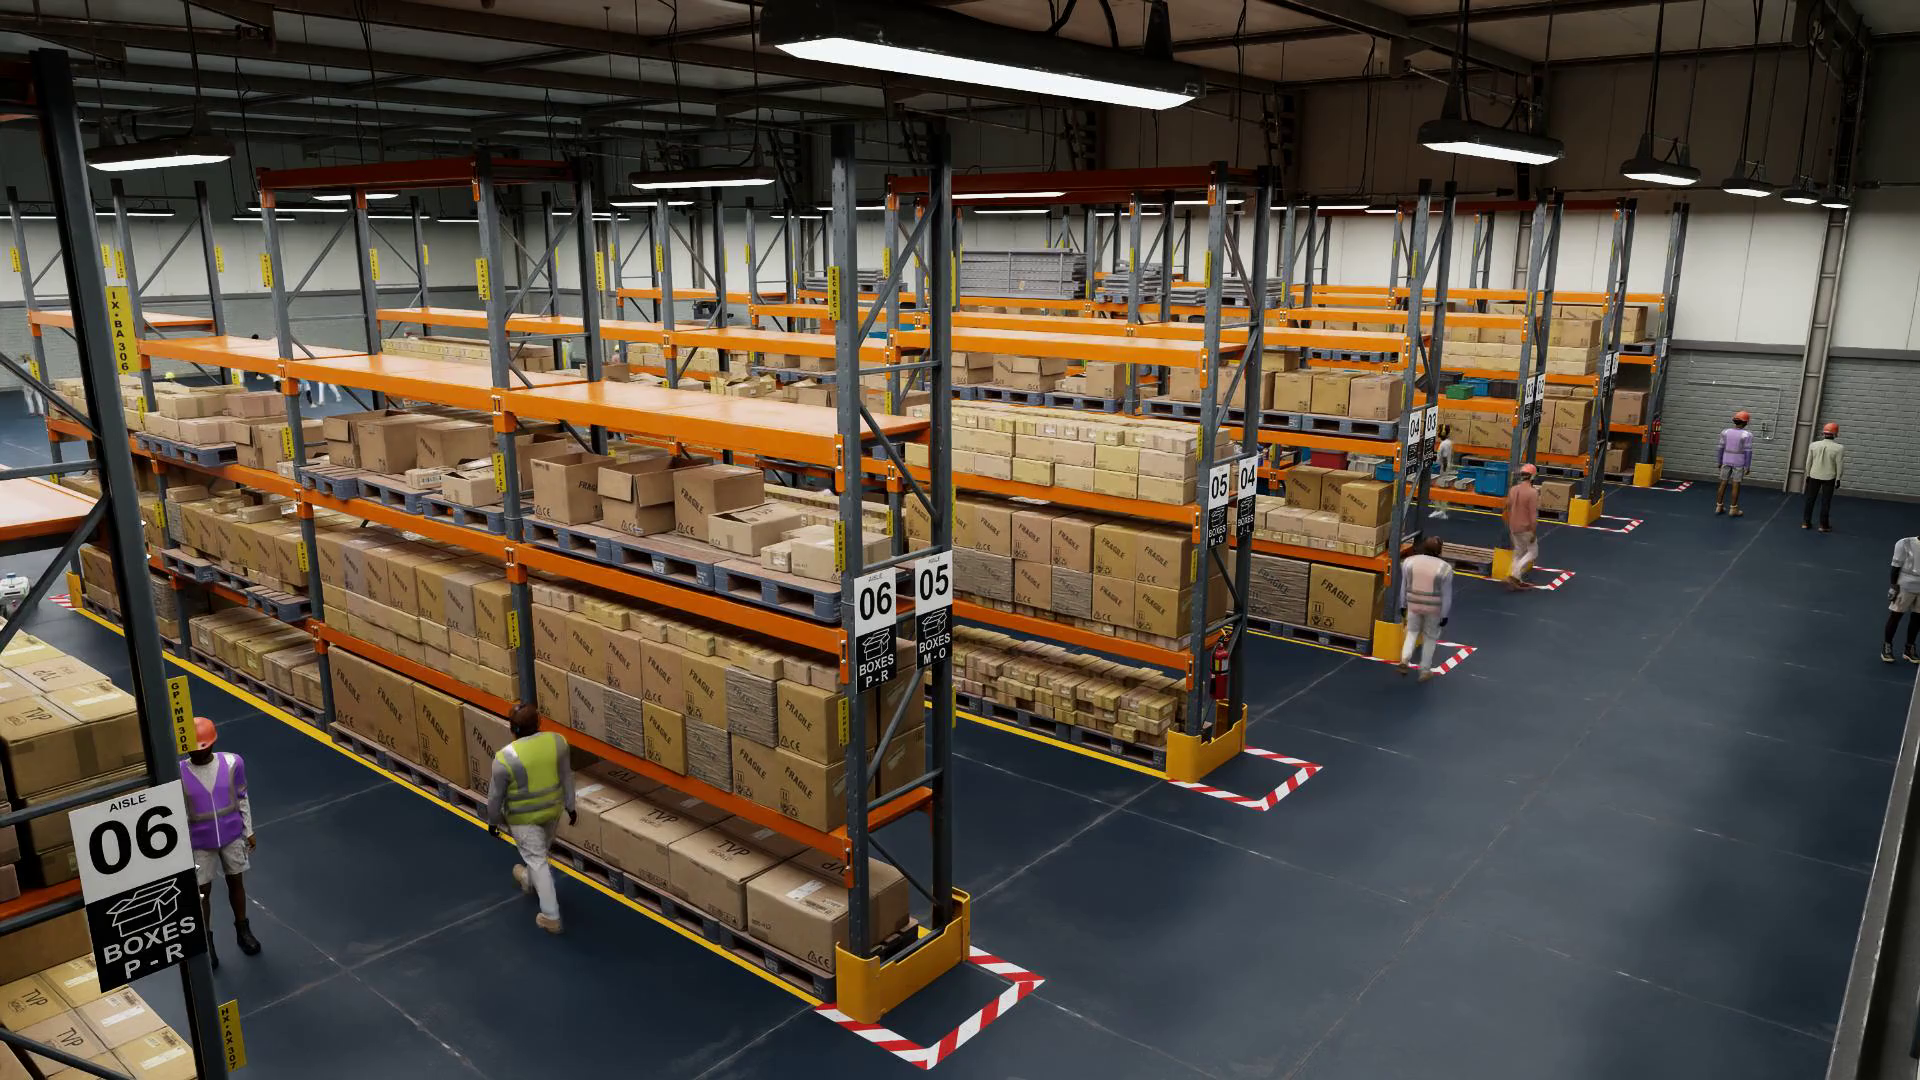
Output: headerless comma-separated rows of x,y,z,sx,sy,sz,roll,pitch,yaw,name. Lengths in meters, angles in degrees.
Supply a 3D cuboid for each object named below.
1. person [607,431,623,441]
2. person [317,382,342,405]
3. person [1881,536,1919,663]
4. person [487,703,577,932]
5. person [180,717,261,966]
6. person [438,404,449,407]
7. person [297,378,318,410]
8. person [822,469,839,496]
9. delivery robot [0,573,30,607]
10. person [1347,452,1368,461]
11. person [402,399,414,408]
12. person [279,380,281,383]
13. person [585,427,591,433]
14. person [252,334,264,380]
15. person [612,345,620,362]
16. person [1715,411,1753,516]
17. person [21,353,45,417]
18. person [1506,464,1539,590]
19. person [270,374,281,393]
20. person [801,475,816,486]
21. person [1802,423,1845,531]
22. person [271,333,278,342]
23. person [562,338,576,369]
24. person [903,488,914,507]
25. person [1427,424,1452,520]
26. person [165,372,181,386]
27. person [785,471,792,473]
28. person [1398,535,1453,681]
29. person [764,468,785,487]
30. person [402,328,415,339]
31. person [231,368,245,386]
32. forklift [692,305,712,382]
-7.865,-2.281,27.994,1.067,1.938,0.631,4,14,16,person
-20.468,-5.325,40.693,0.583,1.854,0.917,2,14,8,person
12.179,0.607,16.047,0.608,1.959,0.380,2,14,10,person
-3.455,2.149,10.050,0.972,1.788,0.653,12,18,40,person
-5.577,2.231,9.419,0.552,1.933,0.363,-13,19,-42,person
-11.064,-2.102,27.175,0.595,1.985,1.097,-11,17,-37,person
-20.575,-4.910,39.412,0.867,1.638,0.540,5,15,20,person
-1.898,-0.171,19.375,0.595,1.900,0.462,-11,18,-39,person
-13.814,0.726,18.380,0.477,0.478,0.707,-9,16,-33,delivery robot
7.424,-1.217,23.856,0.620,1.808,0.545,-11,17,-38,person
-11.988,-2.163,27.563,0.676,1.901,0.396,-6,15,-23,person
-21.539,-5.218,40.249,0.344,1.847,0.505,4,14,17,person
-10.261,-3.800,34.868,0.311,1.633,0.519,10,17,35,person
-26.520,-6.903,47.507,0.322,1.689,0.530,-9,16,-33,person
-11.382,-5.633,42.128,0.533,1.765,0.330,-11,17,-38,person
15.105,-1.501,24.544,0.382,2.041,0.616,-8,16,-30,person
-27.722,-4.632,37.668,0.390,1.928,0.658,3,14,11,person
8.652,-0.183,19.299,0.431,1.955,0.669,-3,14,-13,person
-22.860,-5.590,42.112,0.615,1.678,0.557,5,15,21,person
-3.225,-2.044,27.385,0.557,1.742,0.378,-10,17,-35,person
15.980,-1.174,23.295,0.374,1.997,0.613,-9,16,-32,person
-25.504,-6.933,47.285,0.661,1.862,0.985,-4,14,-18,person
-14.958,-7.037,48.233,0.703,1.603,0.521,7,15,27,person
-0.718,0.194,17.897,1.016,1.886,0.641,-3,14,-13,person
9.199,-1.315,24.174,0.499,1.849,0.530,7,16,28,person
-21.317,-3.714,34.260,0.529,1.750,0.589,2,14,9,person
-4.105,-2.523,29.019,0.551,1.915,0.659,-11,17,-37,person
5.667,0.841,15.347,0.635,1.833,0.524,11,18,38,person
-4.082,-2.063,27.222,0.667,1.867,0.594,8,16,28,person
-20.496,-6.868,46.716,0.961,2.000,0.699,-13,19,-43,person
-22.894,-5.005,39.867,0.328,1.609,0.563,2,14,8,person
-9.511,-7.392,47.124,1.873,2.768,1.129,11,17,38,forklift
